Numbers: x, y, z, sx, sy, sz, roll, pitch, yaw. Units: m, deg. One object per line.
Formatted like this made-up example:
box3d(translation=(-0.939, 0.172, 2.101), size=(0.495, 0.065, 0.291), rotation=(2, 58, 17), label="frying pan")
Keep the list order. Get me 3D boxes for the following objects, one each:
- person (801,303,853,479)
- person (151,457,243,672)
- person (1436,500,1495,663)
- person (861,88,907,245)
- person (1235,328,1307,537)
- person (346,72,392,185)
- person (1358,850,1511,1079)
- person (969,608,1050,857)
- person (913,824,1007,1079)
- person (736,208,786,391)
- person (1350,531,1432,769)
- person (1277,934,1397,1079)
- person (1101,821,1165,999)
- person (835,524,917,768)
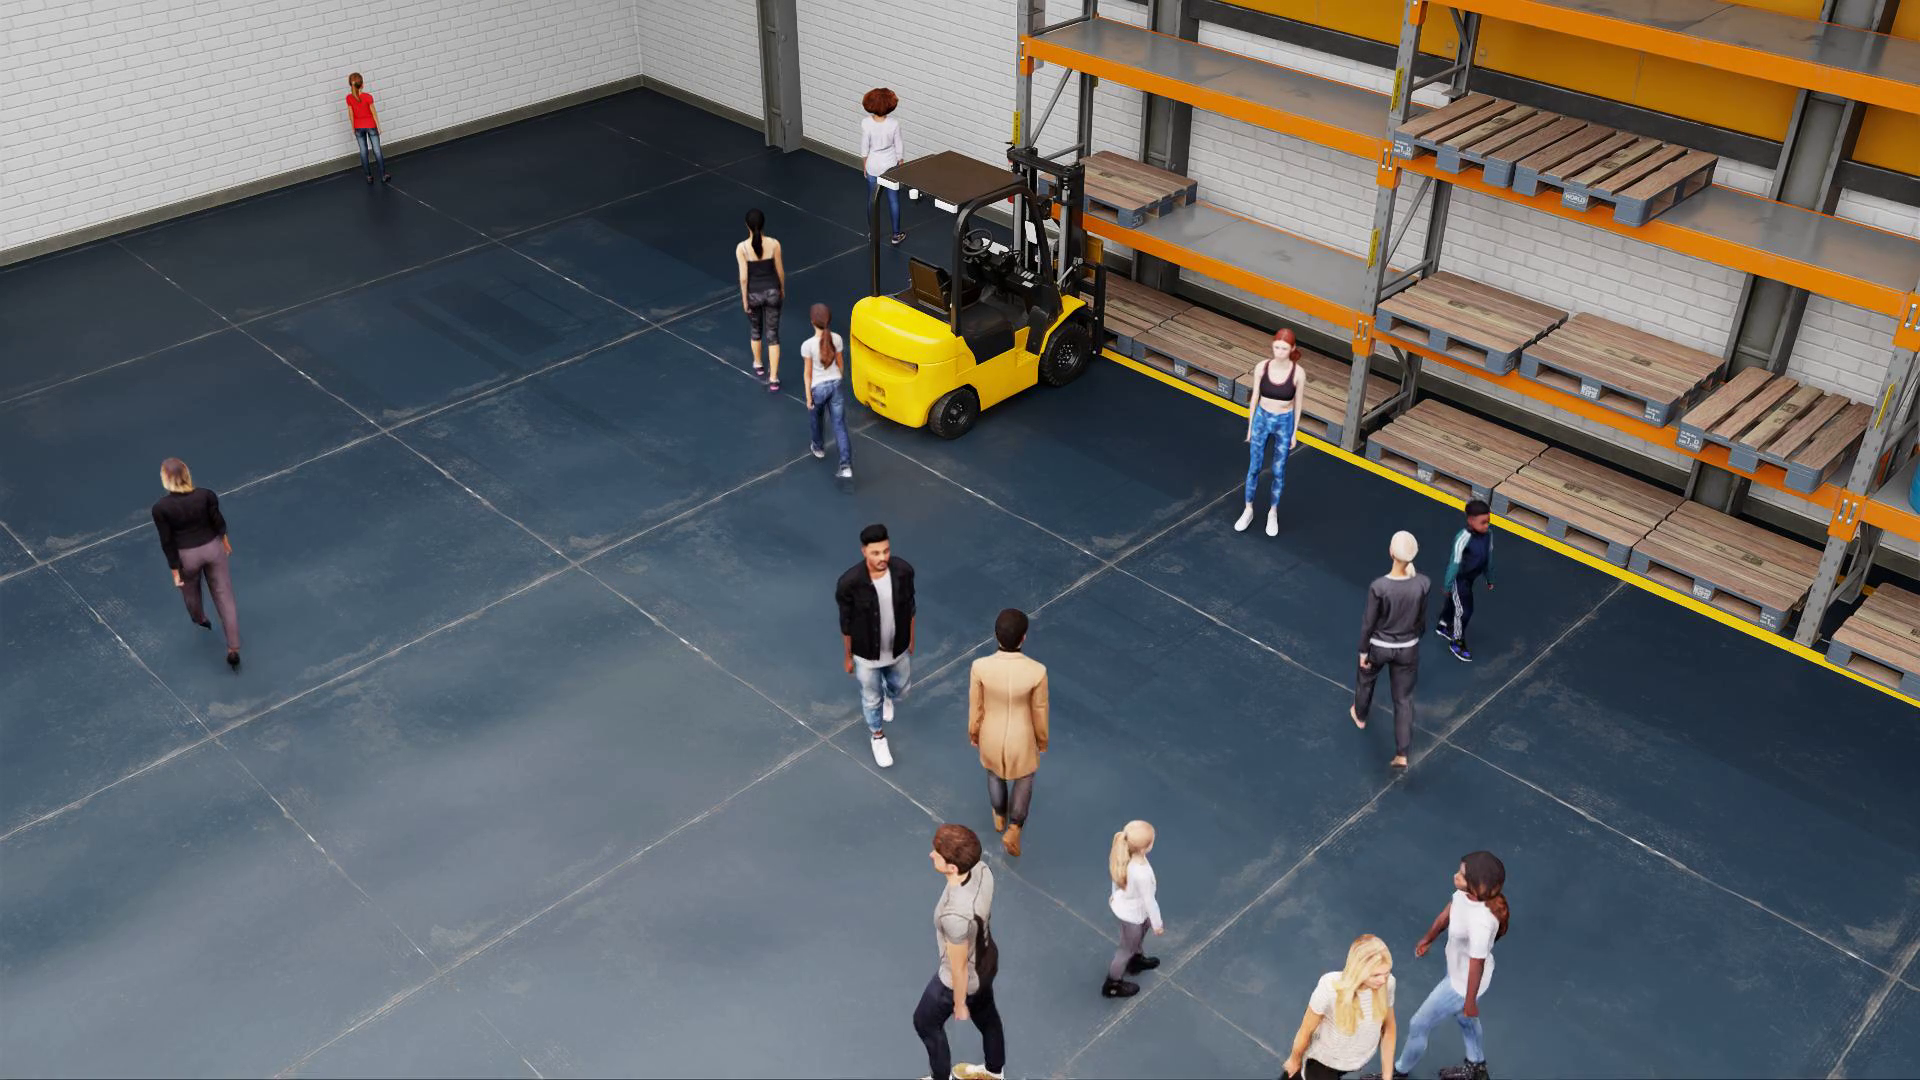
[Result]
box3d(translation=(-1.090, -1.226, 13.943), size=(0.831, 1.527, 1.134), rotation=(-12, 36, -18), label="person")
box3d(translation=(-5.303, 0.206, 11.685), size=(0.714, 1.642, 1.023), rotation=(-22, 39, -29), label="person")
box3d(translation=(3.608, 0.215, 12.032), size=(0.555, 1.243, 0.665), rotation=(-24, 41, -32), label="person")
box3d(translation=(-0.841, -4.065, 18.046), size=(0.731, 1.713, 0.811), rotation=(5, 34, 8), label="person")
box3d(translation=(2.475, -0.857, 13.156), size=(0.634, 1.784, 0.720), rotation=(11, 35, 16), label="person")
box3d(translation=(-7.009, -4.857, 19.601), size=(0.565, 1.310, 0.619), rotation=(-2, 34, -4), label="person")
box3d(translation=(2.670, 2.254, 8.554), size=(1.035, 1.698, 0.902), rotation=(8, 34, 12), label="person")
box3d(translation=(0.282, 1.207, 10.118), size=(0.969, 1.710, 1.002), rotation=(3, 34, 4), label="person")
box3d(translation=(0.113, 2.192, 8.486), size=(0.889, 1.875, 0.826), rotation=(12, 35, 17), label="person")
box3d(translation=(-1.783, -2.188, 15.222), size=(0.837, 1.713, 0.944), rotation=(-6, 34, -9), label="person")
box3d(translation=(2.845, 0.723, 10.855), size=(1.036, 1.700, 1.076), rotation=(1, 34, 2), label="person")
box3d(translation=(1.763, 2.477, 8.155), size=(0.827, 1.767, 1.290), rotation=(-16, 37, -23), label="person")
box3d(translation=(0.891, 2.072, 9.216), size=(0.700, 1.267, 0.665), rotation=(-8, 34, -12), label="person")
box3d(translation=(-0.562, 0.619, 10.925), size=(0.897, 1.795, 1.000), rotation=(-11, 35, -17), label="person")
